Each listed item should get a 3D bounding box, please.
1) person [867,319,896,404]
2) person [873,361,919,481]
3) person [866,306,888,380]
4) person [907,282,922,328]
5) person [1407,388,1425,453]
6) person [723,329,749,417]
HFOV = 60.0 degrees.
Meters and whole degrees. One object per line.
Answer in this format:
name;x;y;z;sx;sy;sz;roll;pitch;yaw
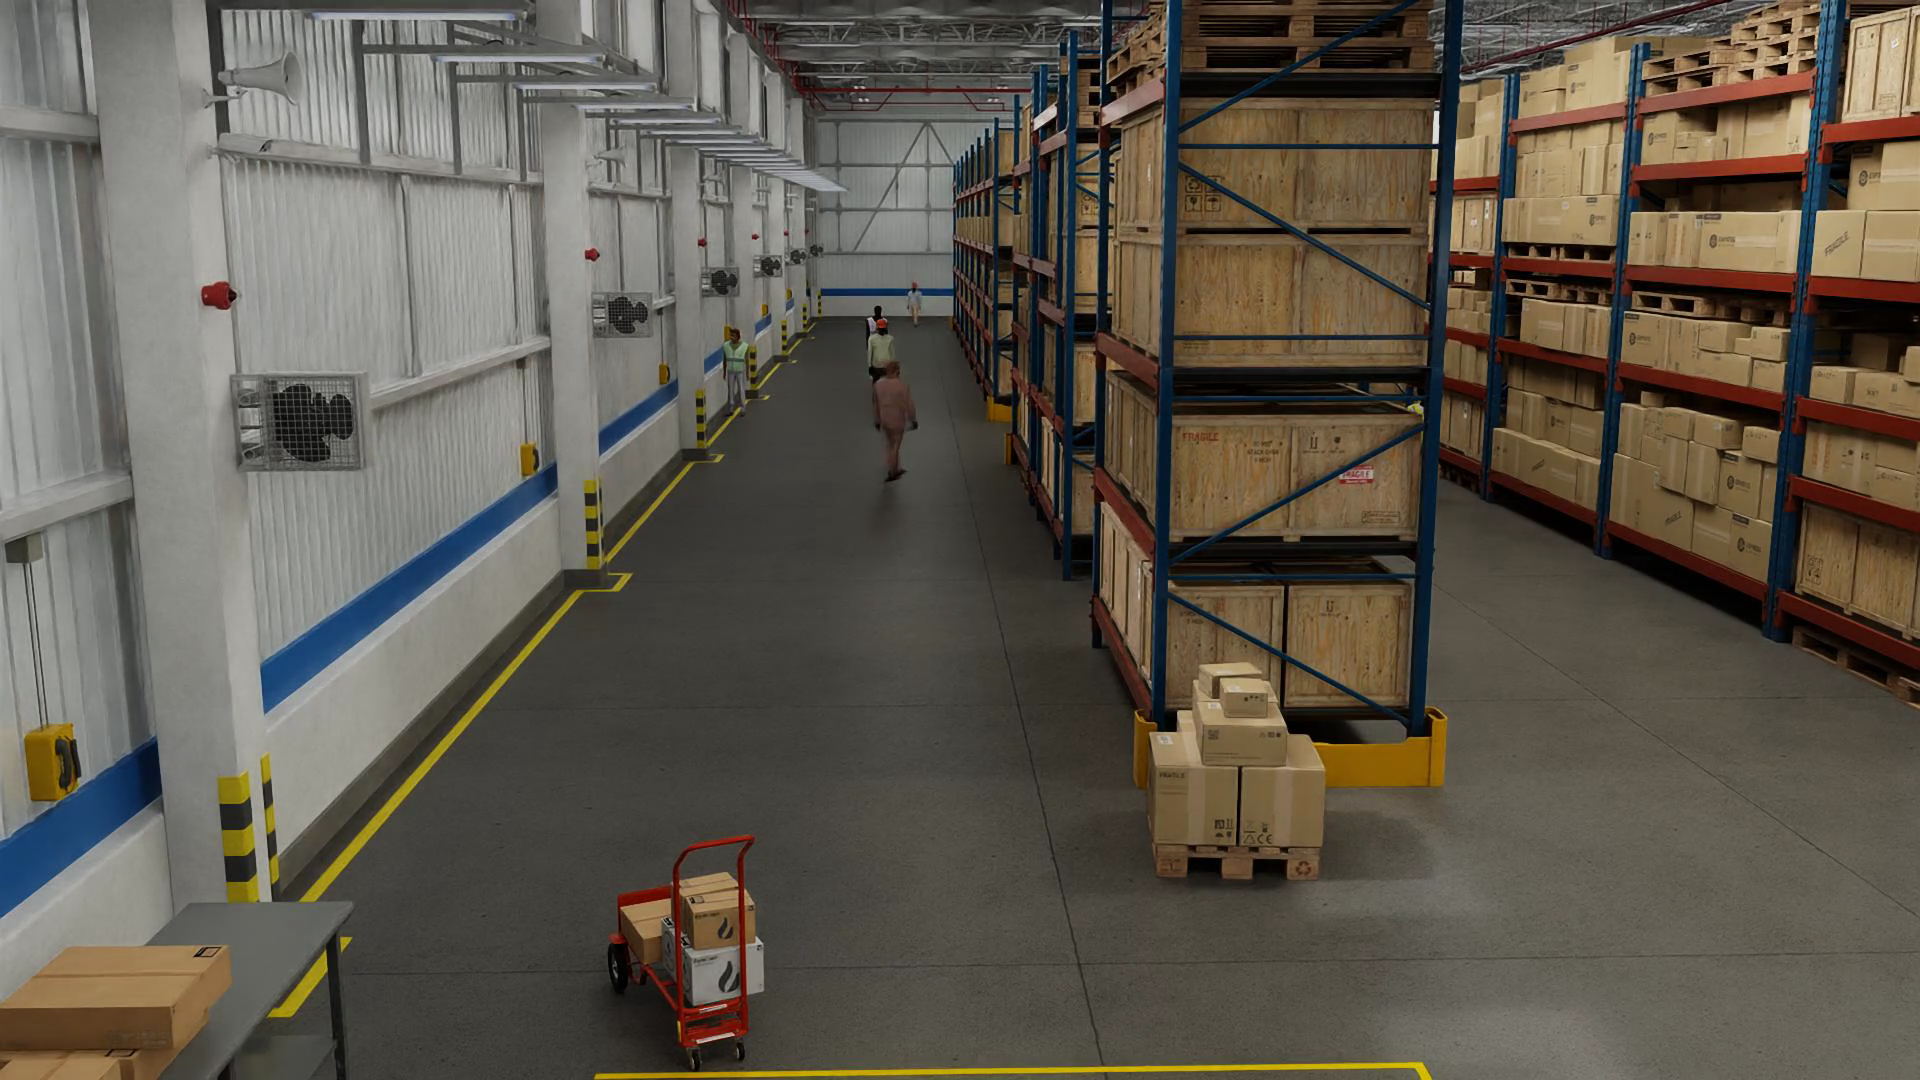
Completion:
person;-1.681;-3.752;35.714;0.617;1.986;0.409;-3;11;-16
person;-0.983;-1.896;26.351;0.660;1.875;0.879;8;13;35
person;-2.139;-5.082;42.839;0.593;1.909;0.400;-4;12;-21
person;-1.723;-8.993;63.614;0.569;1.733;0.543;4;12;21
person;6.788;-1.440;24.429;0.536;1.694;0.322;0;11;-1
person;-4.673;-3.497;34.760;0.563;1.838;0.388;1;11;7
